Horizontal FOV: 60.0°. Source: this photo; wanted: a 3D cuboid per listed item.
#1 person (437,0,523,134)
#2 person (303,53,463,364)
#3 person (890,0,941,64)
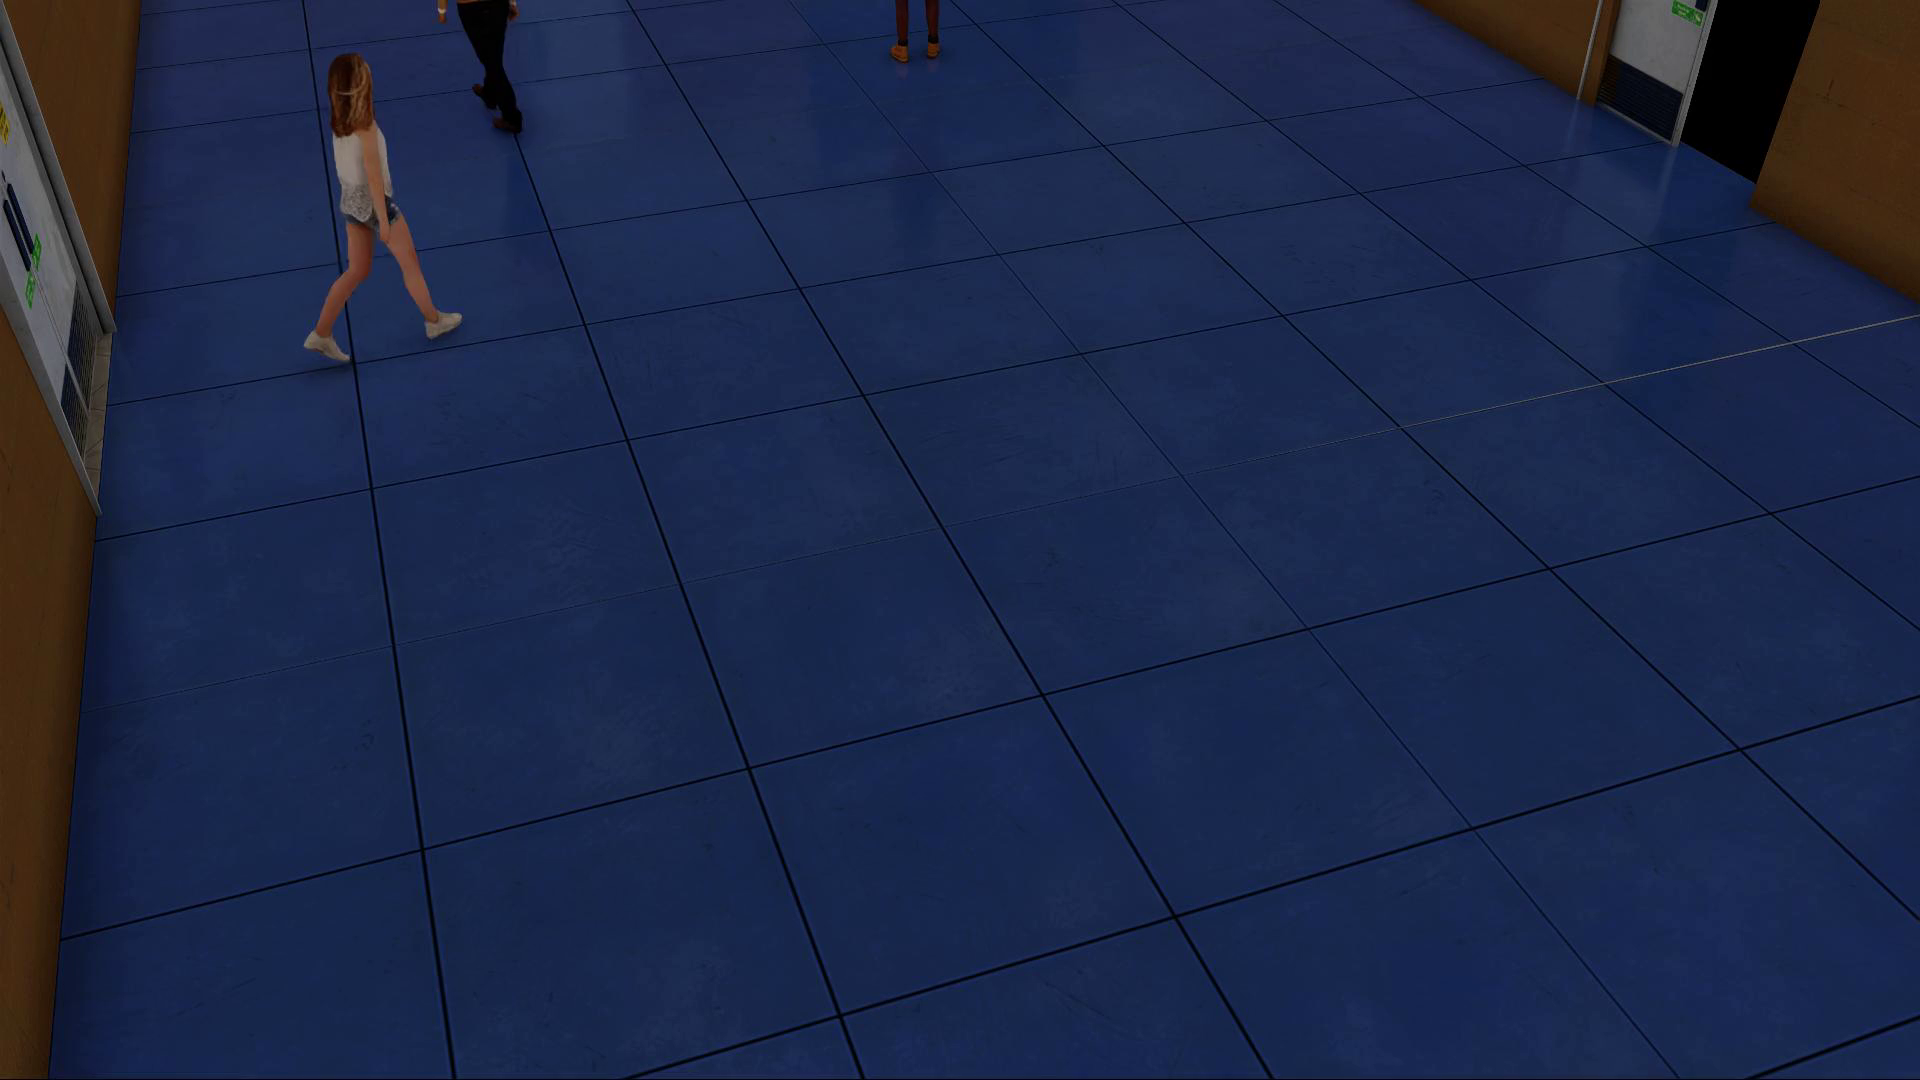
[{"bbox_3d":[-3.339,-3.741,11.811,1.025,1.726,1.080,28,45,32],"label":"person"},{"bbox_3d":[-3.364,-1.761,9.184,1.234,1.713,0.940,-27,45,-31],"label":"person"},{"bbox_3d":[-0.363,-4.611,12.969,0.547,1.728,0.683,-9,38,-12],"label":"person"}]
